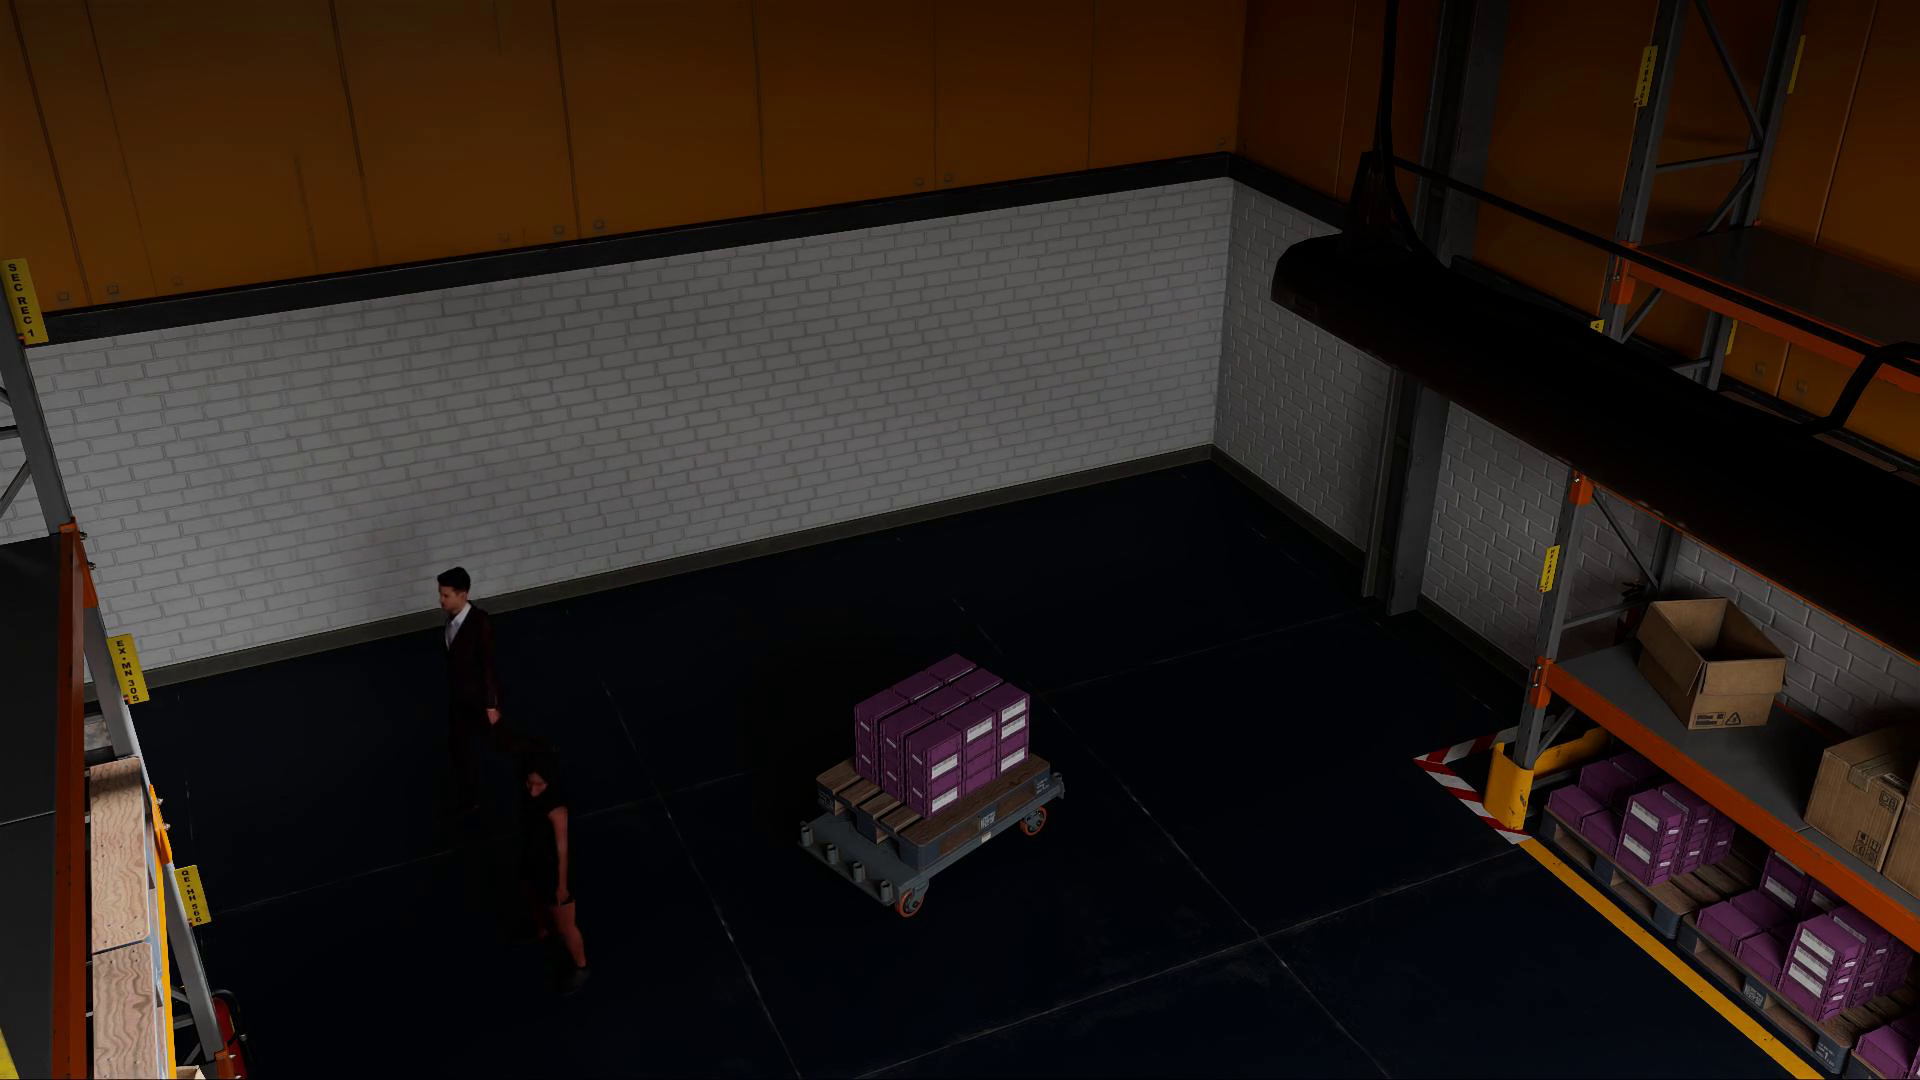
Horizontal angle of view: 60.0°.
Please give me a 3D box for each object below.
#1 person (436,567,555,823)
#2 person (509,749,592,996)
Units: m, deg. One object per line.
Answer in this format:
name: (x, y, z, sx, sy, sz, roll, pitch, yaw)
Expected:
person: (-3.181, 0.991, 11.192, 1.189, 1.844, 1.055, 22, 36, 35)
person: (-2.368, 1.891, 9.674, 0.942, 1.718, 0.620, -15, 32, -25)
